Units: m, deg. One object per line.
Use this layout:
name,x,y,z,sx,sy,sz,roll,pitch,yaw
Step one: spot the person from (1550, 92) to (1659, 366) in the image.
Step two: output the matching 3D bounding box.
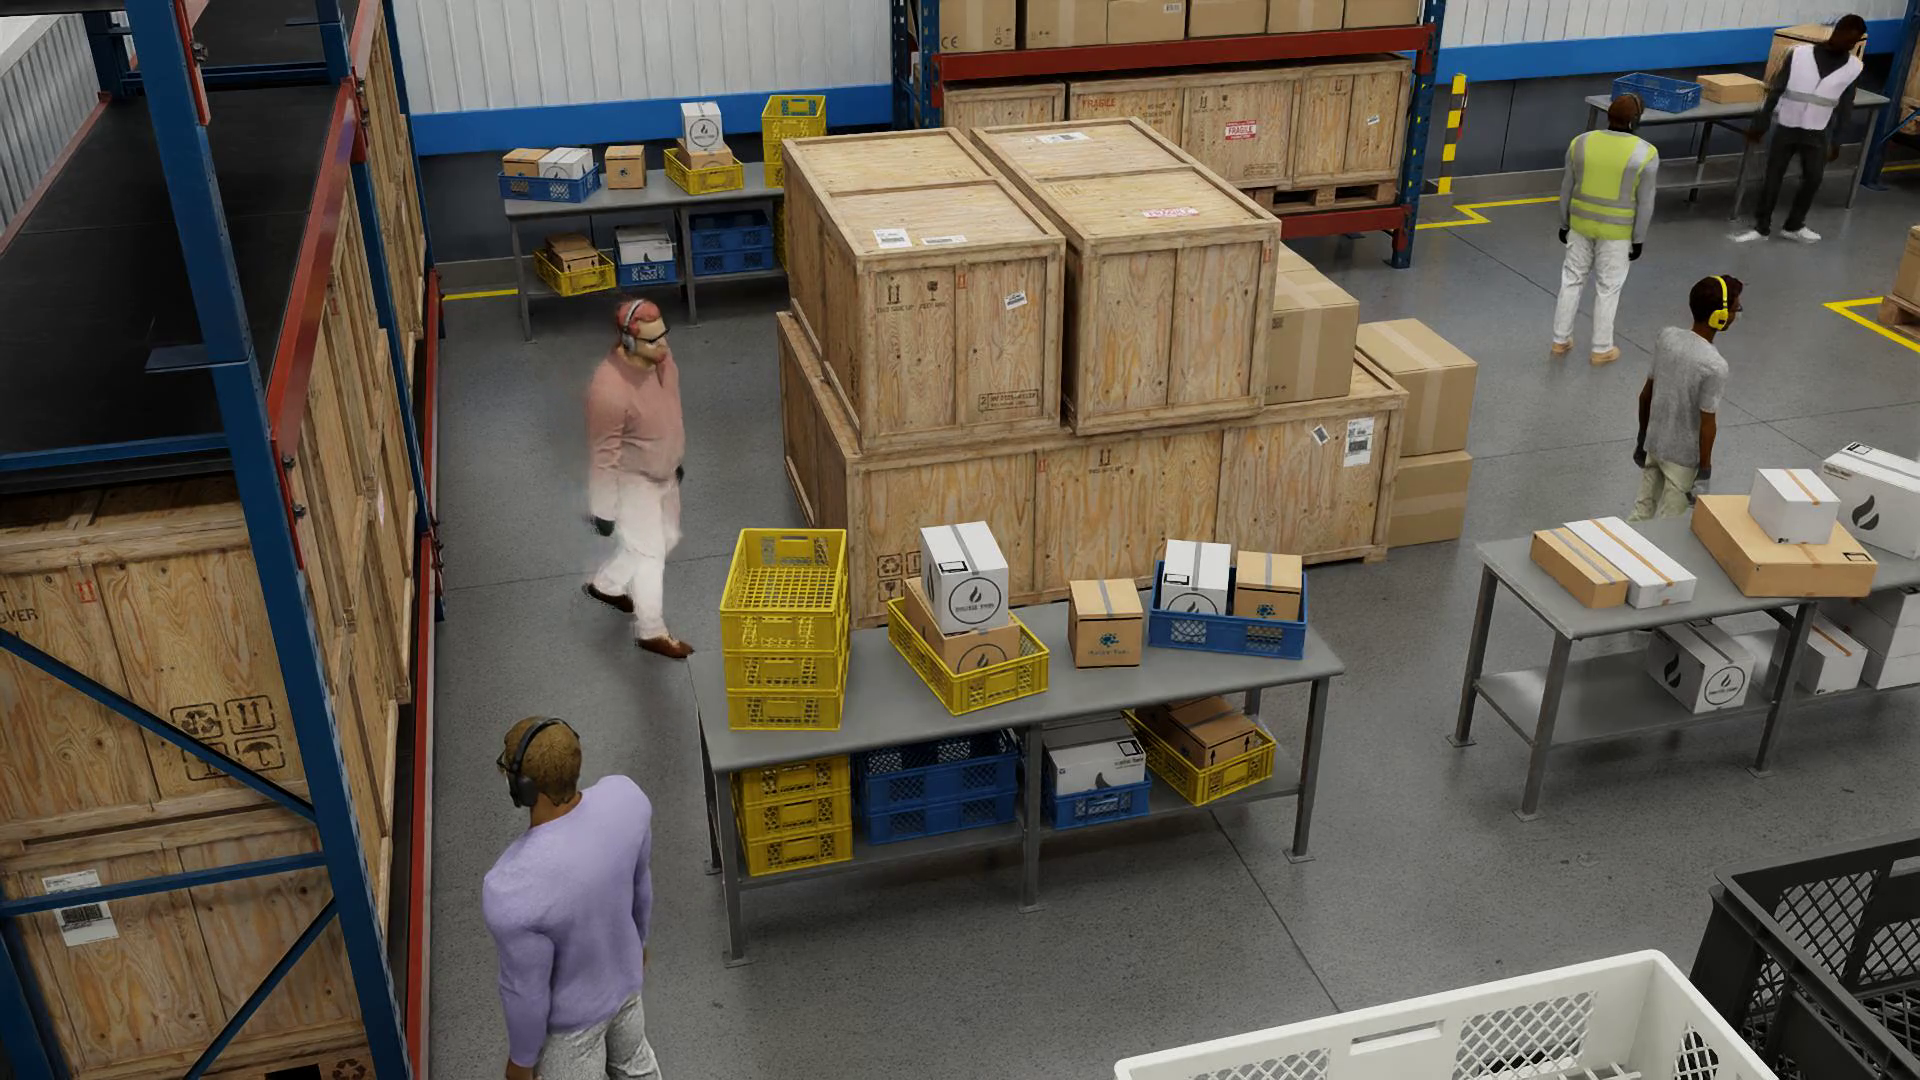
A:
person,4.365,-2.110,11.301,0.623,1.844,0.430,23,36,36

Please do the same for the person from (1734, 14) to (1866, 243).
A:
person,6.793,-3.305,13.445,0.693,1.877,0.376,9,30,15

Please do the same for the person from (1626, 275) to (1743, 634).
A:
person,3.529,-0.416,8.198,0.312,1.869,0.538,-7,30,-13

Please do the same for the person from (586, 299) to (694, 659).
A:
person,-1.606,-0.304,7.993,0.621,1.876,0.668,8,30,14

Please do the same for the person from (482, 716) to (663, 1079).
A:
person,-1.128,1.339,4.941,0.364,1.939,0.636,13,32,23
